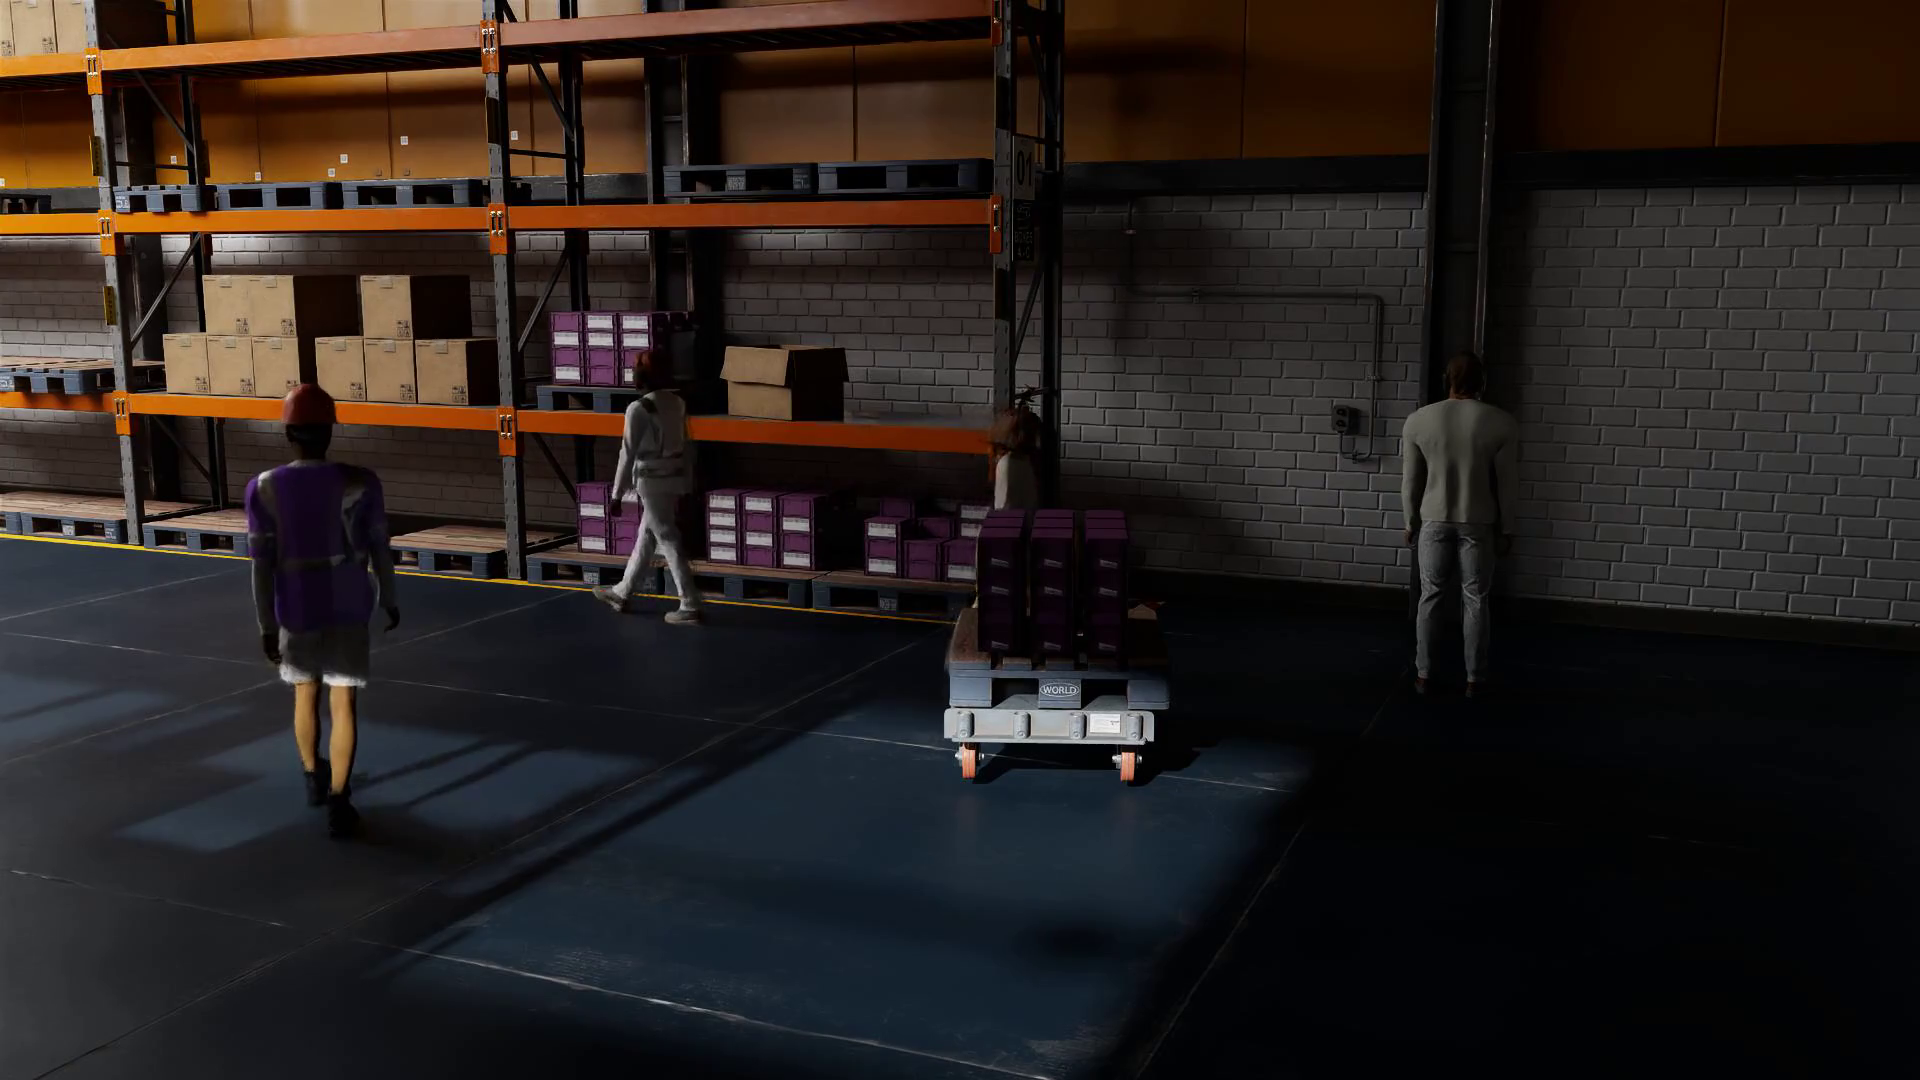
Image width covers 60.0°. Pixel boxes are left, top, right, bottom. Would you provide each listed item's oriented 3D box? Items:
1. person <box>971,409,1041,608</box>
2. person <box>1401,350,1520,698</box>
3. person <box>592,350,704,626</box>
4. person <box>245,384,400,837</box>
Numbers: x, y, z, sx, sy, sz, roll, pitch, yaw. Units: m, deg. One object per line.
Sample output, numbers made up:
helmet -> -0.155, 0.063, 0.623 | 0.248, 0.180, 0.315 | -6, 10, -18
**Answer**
person -> 0.339, 0.039, 9.576 | 0.880, 1.582, 0.517 | 3, 10, 18
person -> 2.776, -0.084, 9.279 | 0.629, 1.940, 0.372 | 4, 10, 22
person -> -2.122, -0.350, 11.173 | 0.966, 1.831, 0.608 | 4, 10, 23
person -> -2.742, 0.277, 7.233 | 0.556, 1.907, 0.825 | -2, 10, -12
